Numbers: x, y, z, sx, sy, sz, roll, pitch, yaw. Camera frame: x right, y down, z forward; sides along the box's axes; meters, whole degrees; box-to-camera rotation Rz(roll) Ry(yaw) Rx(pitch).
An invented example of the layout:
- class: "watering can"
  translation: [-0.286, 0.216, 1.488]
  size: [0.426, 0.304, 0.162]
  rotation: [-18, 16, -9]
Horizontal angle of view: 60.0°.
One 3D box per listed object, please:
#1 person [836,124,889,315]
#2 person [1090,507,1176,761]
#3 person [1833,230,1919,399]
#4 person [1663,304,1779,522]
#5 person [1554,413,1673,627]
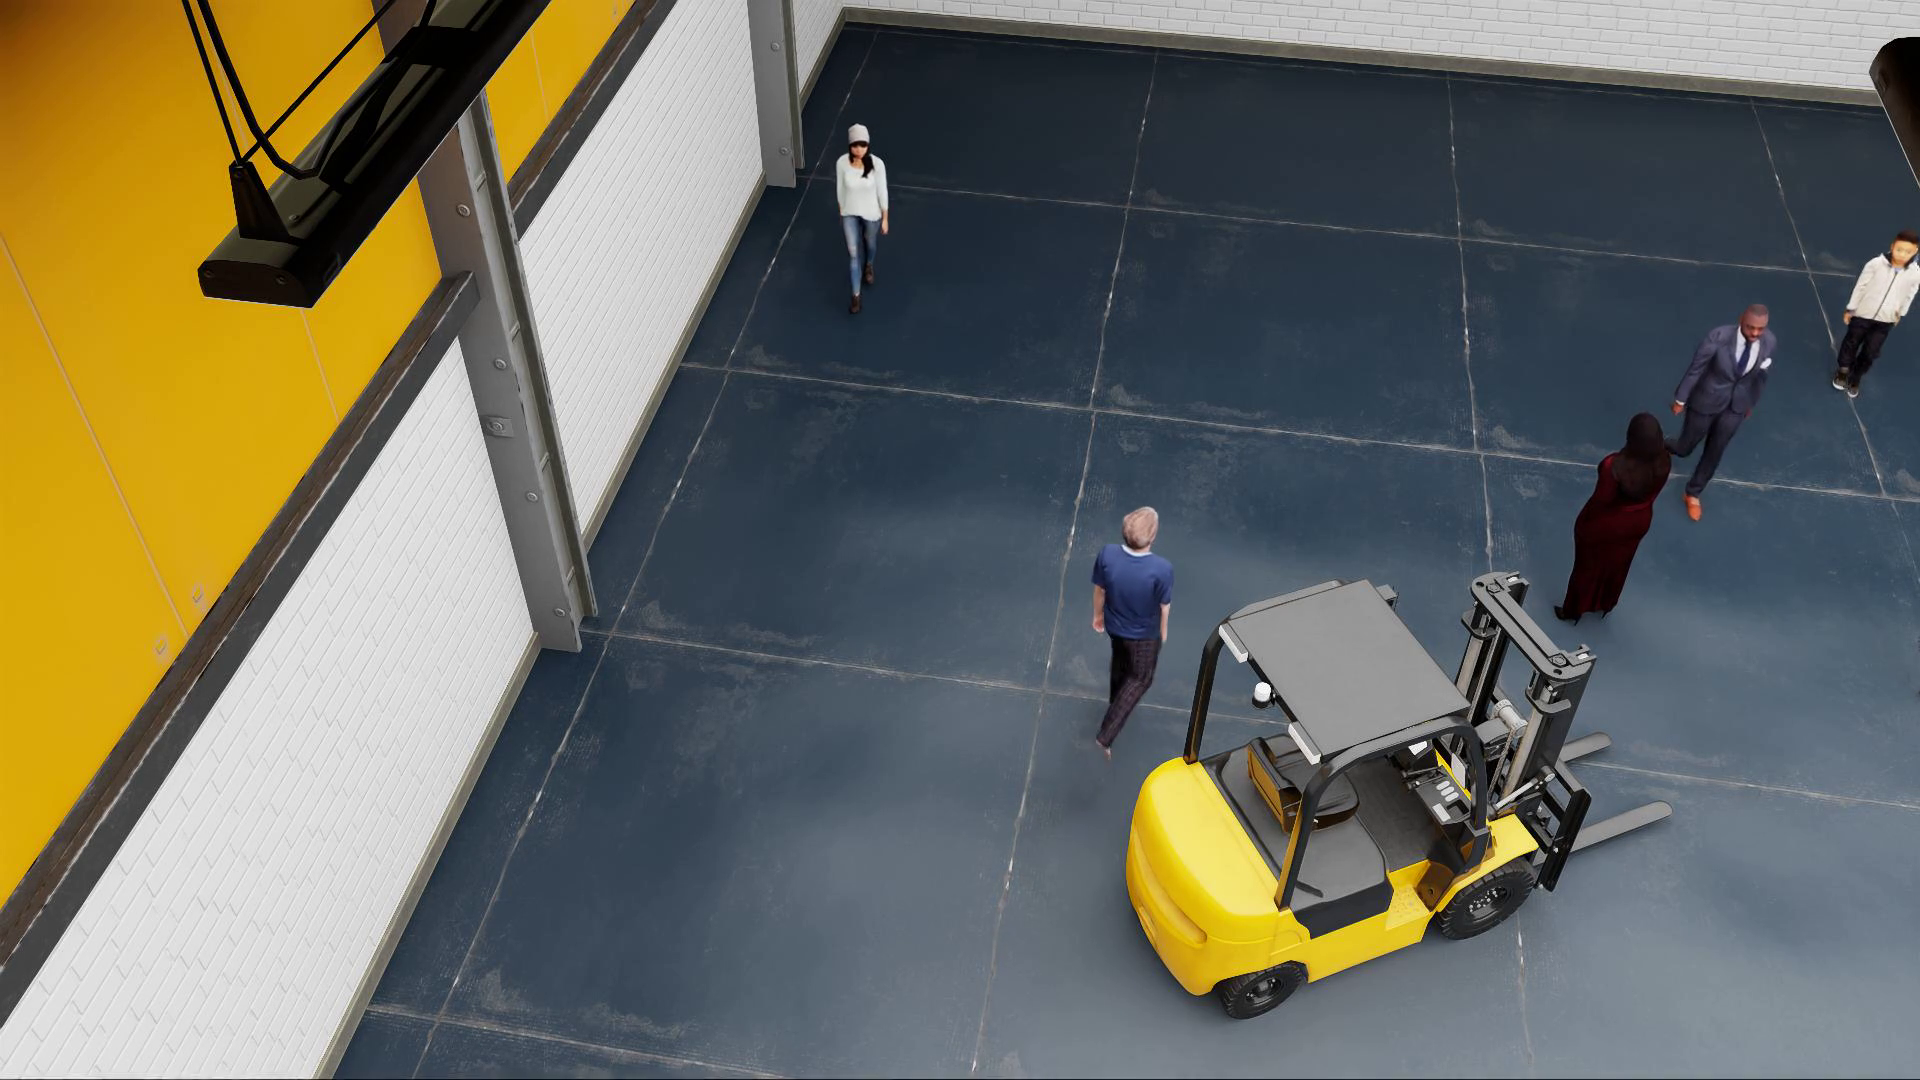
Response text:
- class: "person"
  translation: [-0.812, -2.758, 13.864]
  size: [0.724, 1.600, 1.119]
  rotation: [-1, 44, -1]
- class: "person"
  translation: [1.020, 0.597, 10.163]
  size: [0.881, 1.846, 1.099]
  rotation: [21, 48, 21]
- class: "person"
  translation: [7.147, -1.818, 12.991]
  size: [0.647, 1.443, 0.633]
  rotation: [17, 46, 18]
- class: "person"
  translation: [5.387, -1.019, 11.892]
  size: [0.780, 1.801, 0.922]
  rotation: [1, 44, 1]
- class: "person"
  translation: [4.333, -0.117, 10.981]
  size: [0.755, 1.752, 0.756]
  rotation: [-12, 45, -12]
